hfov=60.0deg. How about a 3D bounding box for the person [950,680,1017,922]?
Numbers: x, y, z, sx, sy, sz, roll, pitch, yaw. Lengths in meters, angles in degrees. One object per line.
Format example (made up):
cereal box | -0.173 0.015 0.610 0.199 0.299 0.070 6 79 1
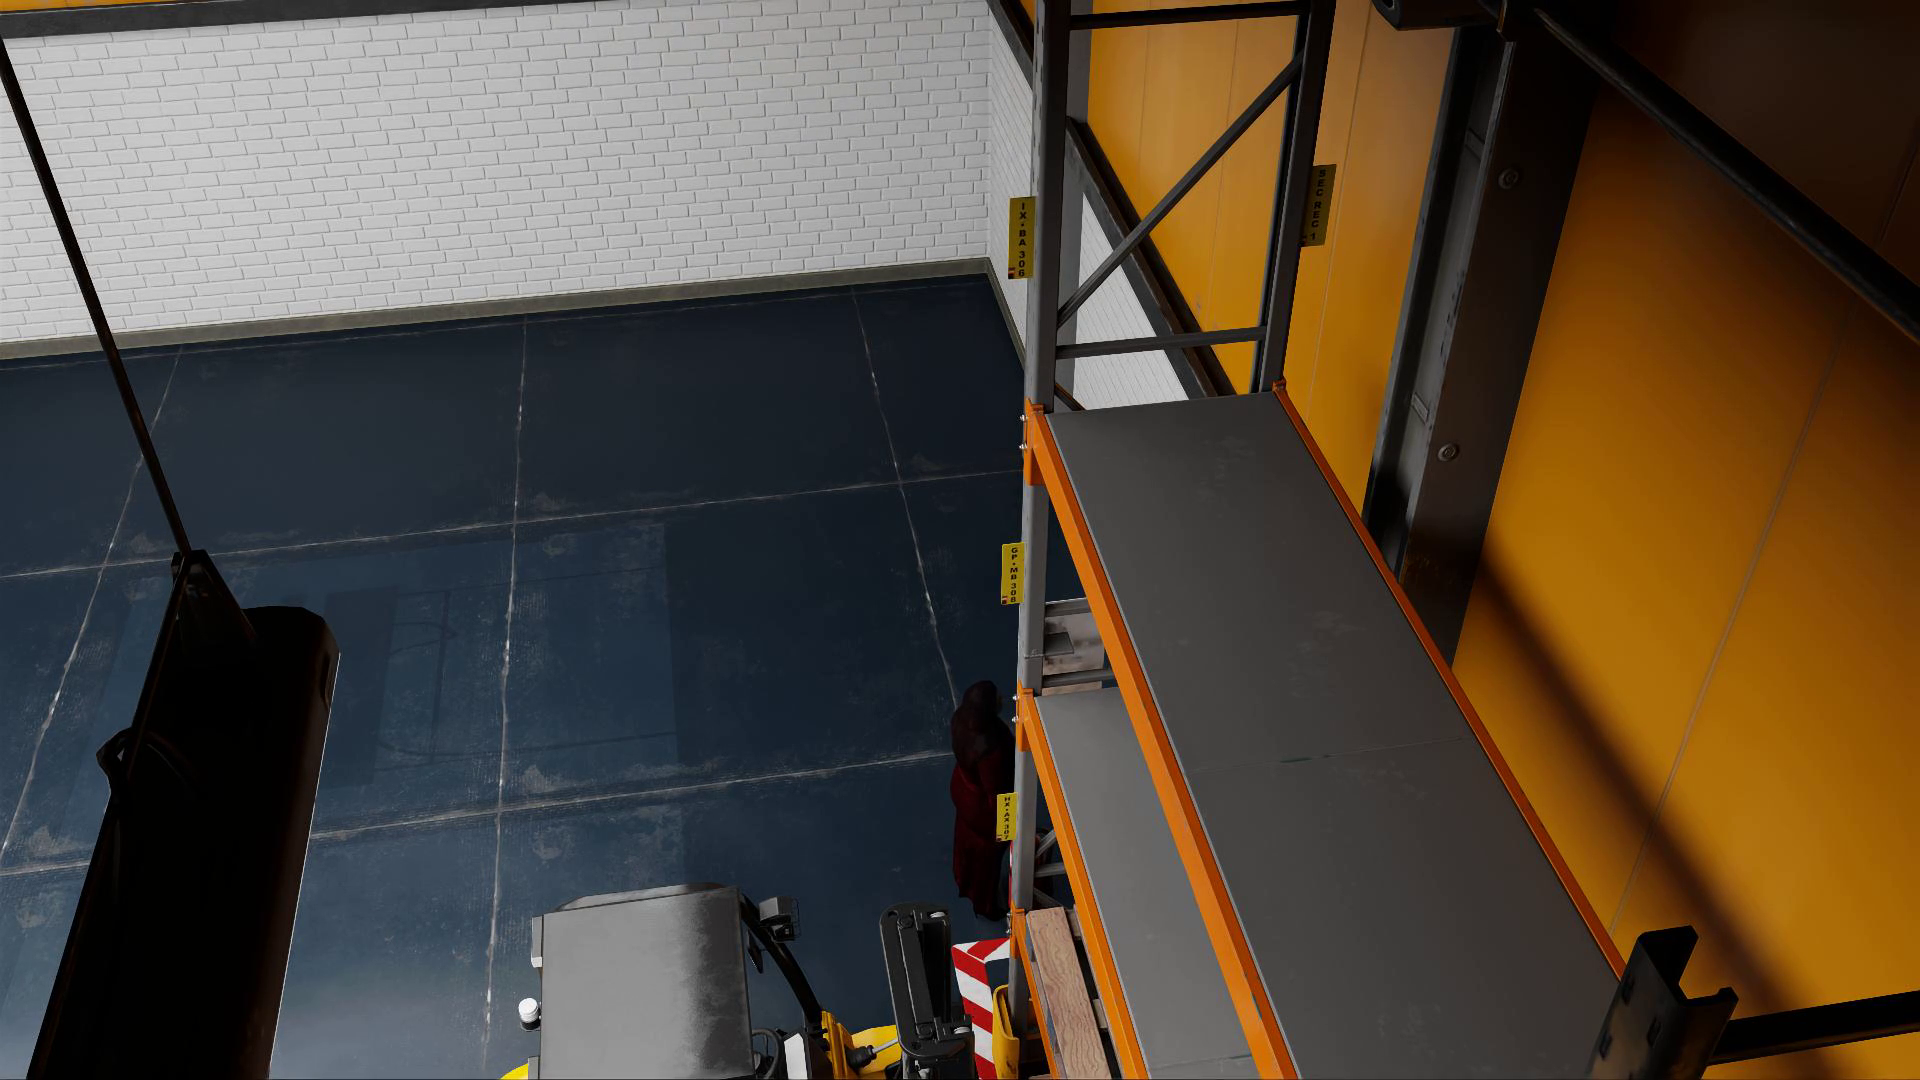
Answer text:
person | 0.118 1.462 9.400 0.776 1.757 0.619 -15 41 -18
